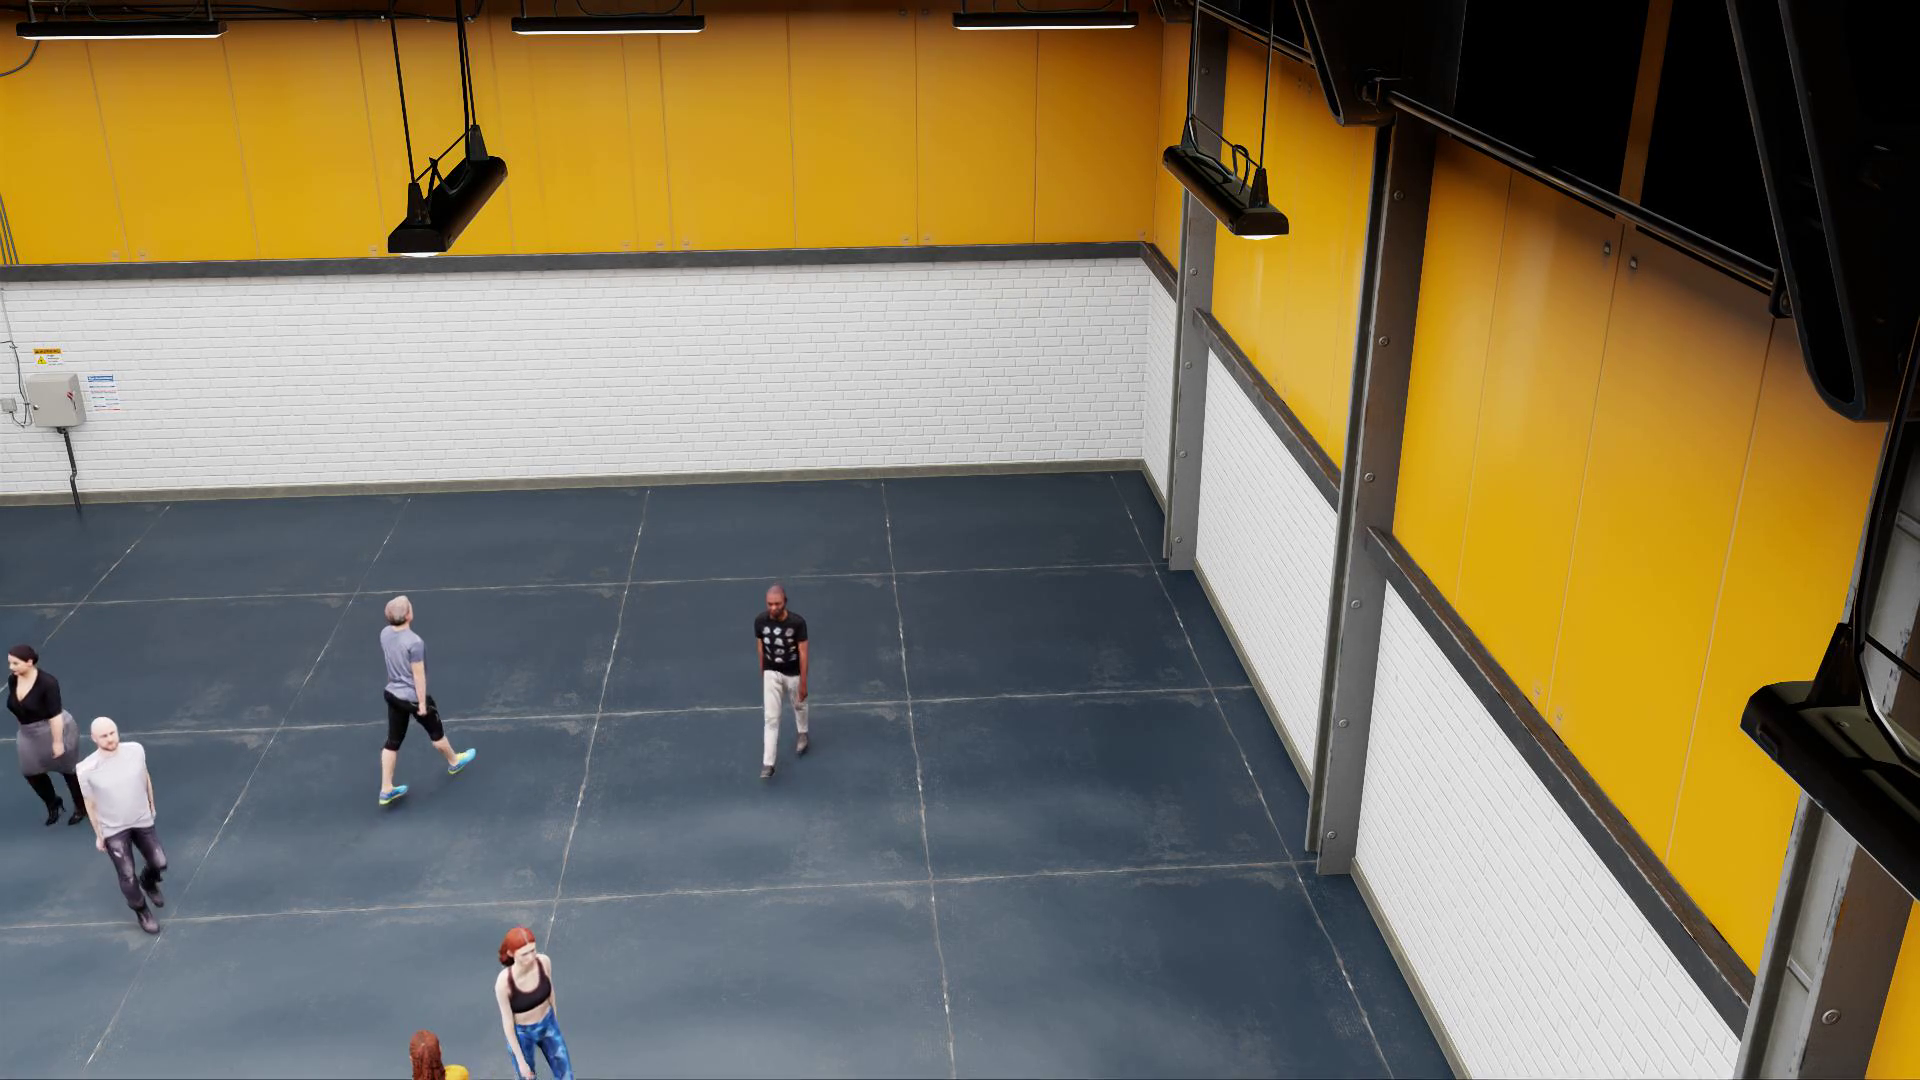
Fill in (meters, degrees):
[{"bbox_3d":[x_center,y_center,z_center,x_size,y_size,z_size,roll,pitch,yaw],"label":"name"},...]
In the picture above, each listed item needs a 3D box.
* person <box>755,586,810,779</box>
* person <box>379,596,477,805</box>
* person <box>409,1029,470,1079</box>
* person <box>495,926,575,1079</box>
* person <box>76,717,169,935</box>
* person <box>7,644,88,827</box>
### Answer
[{"bbox_3d":[-1.536,1.195,14.966,0.837,1.745,1.283,2,24,5],"label":"person"},{"bbox_3d":[-4.823,1.420,14.341,1.127,1.832,1.314,13,27,26],"label":"person"},{"bbox_3d":[-2.897,3.608,9.510,0.922,1.692,1.264,-14,27,-29],"label":"person"},{"bbox_3d":[-2.740,3.139,10.495,0.880,1.764,0.986,-22,32,-40],"label":"person"},{"bbox_3d":[-6.407,2.141,12.710,0.855,1.818,0.916,-22,32,-40],"label":"person"},{"bbox_3d":[-7.609,1.611,14.019,0.751,1.741,0.762,6,24,13],"label":"person"}]
